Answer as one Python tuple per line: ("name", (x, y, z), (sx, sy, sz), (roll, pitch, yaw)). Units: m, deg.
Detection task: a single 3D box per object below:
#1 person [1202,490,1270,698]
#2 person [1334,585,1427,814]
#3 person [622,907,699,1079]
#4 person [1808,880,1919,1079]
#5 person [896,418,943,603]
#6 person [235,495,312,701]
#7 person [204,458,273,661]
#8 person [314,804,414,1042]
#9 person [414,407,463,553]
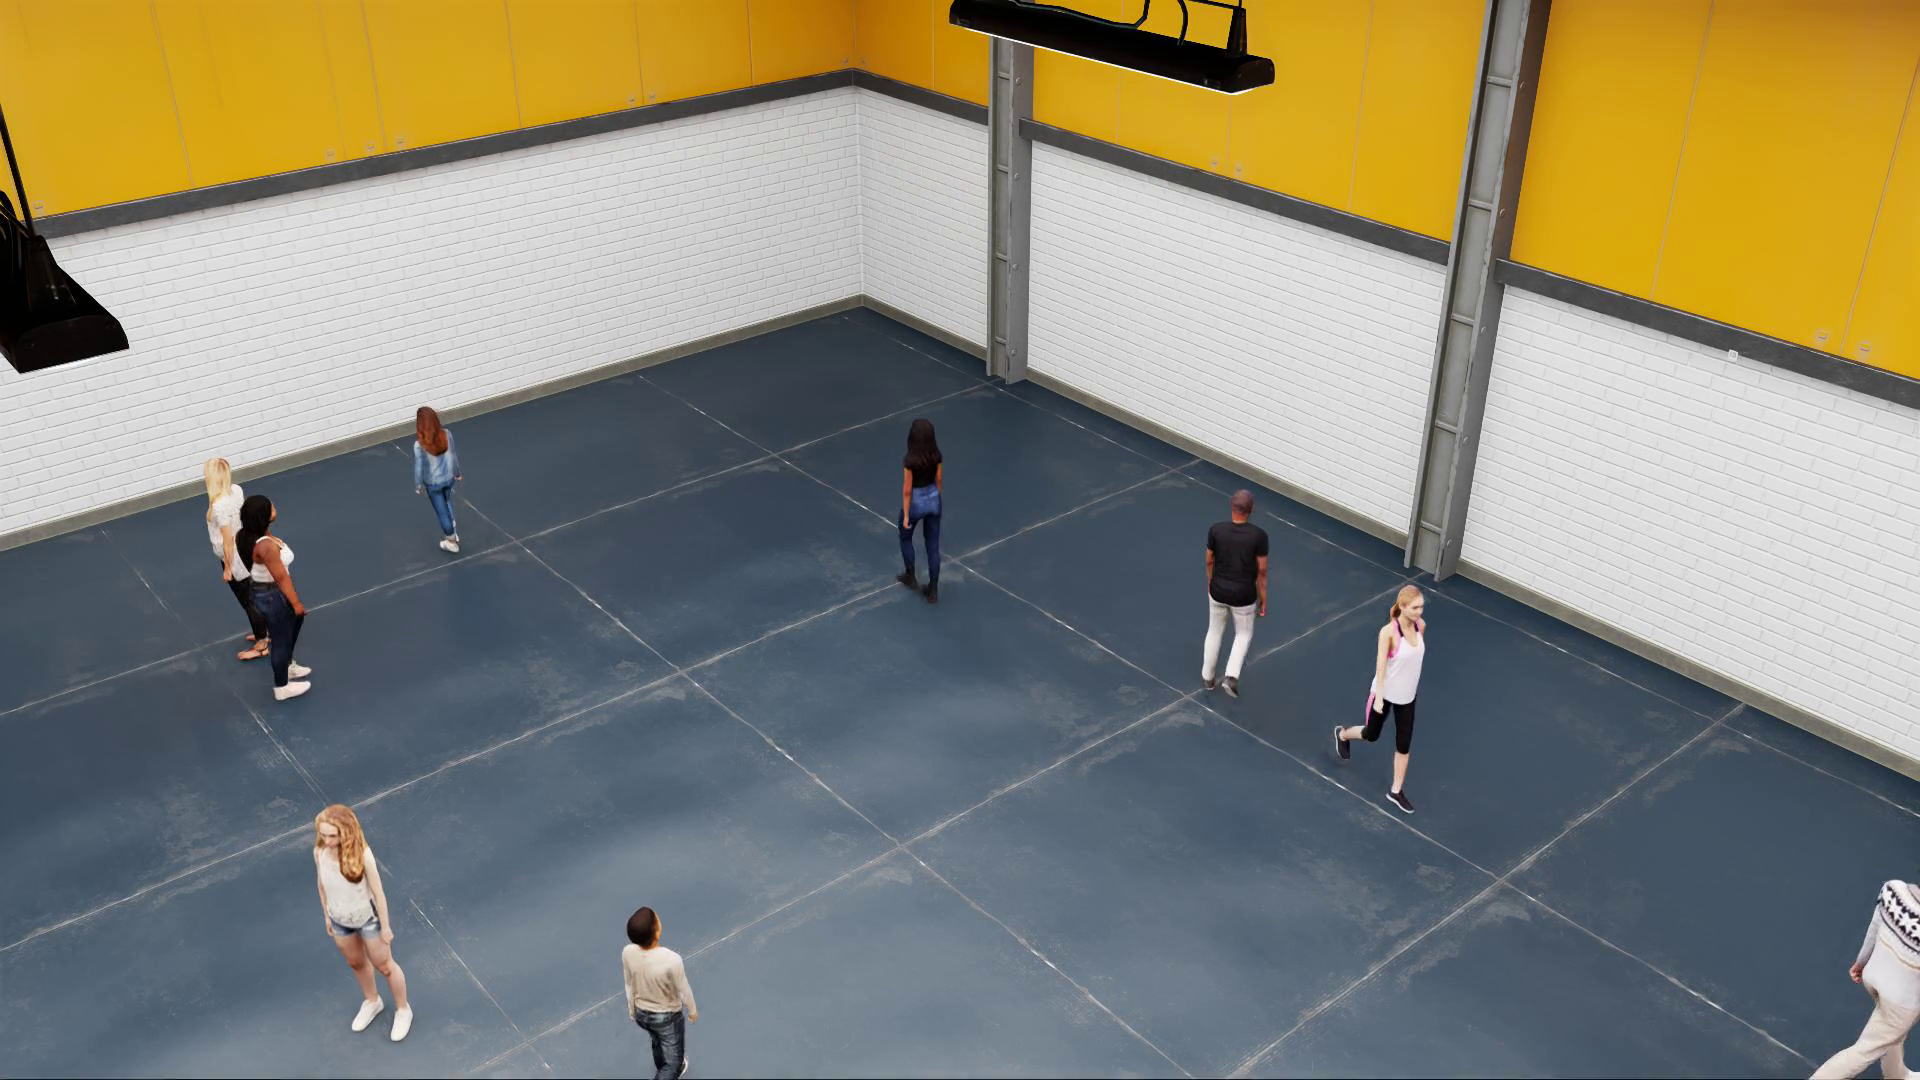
("person", (2.199, 0.489, 13.308), (0.922, 1.780, 0.958), (8, 30, 14))
("person", (3.111, 1.096, 12.213), (0.815, 1.763, 1.162), (-13, 31, -22))
("person", (-1.748, 2.753, 9.509), (0.948, 1.444, 0.884), (10, 30, 18))
("person", (5.249, 2.558, 9.468), (1.203, 1.825, 1.253), (-3, 29, -5))
("person", (-0.284, -0.222, 14.674), (0.674, 1.719, 0.821), (-15, 32, -25))
("person", (-5.582, 0.494, 13.278), (0.711, 1.800, 0.569), (-19, 34, -31))
("person", (-6.022, 0.140, 13.900), (0.745, 1.826, 0.652), (-2, 29, -4))
("person", (-3.619, 2.285, 10.046), (0.642, 1.751, 0.732), (8, 30, 14))
("person", (-4.820, -0.543, 15.523), (0.602, 1.470, 0.632), (21, 35, 33))
